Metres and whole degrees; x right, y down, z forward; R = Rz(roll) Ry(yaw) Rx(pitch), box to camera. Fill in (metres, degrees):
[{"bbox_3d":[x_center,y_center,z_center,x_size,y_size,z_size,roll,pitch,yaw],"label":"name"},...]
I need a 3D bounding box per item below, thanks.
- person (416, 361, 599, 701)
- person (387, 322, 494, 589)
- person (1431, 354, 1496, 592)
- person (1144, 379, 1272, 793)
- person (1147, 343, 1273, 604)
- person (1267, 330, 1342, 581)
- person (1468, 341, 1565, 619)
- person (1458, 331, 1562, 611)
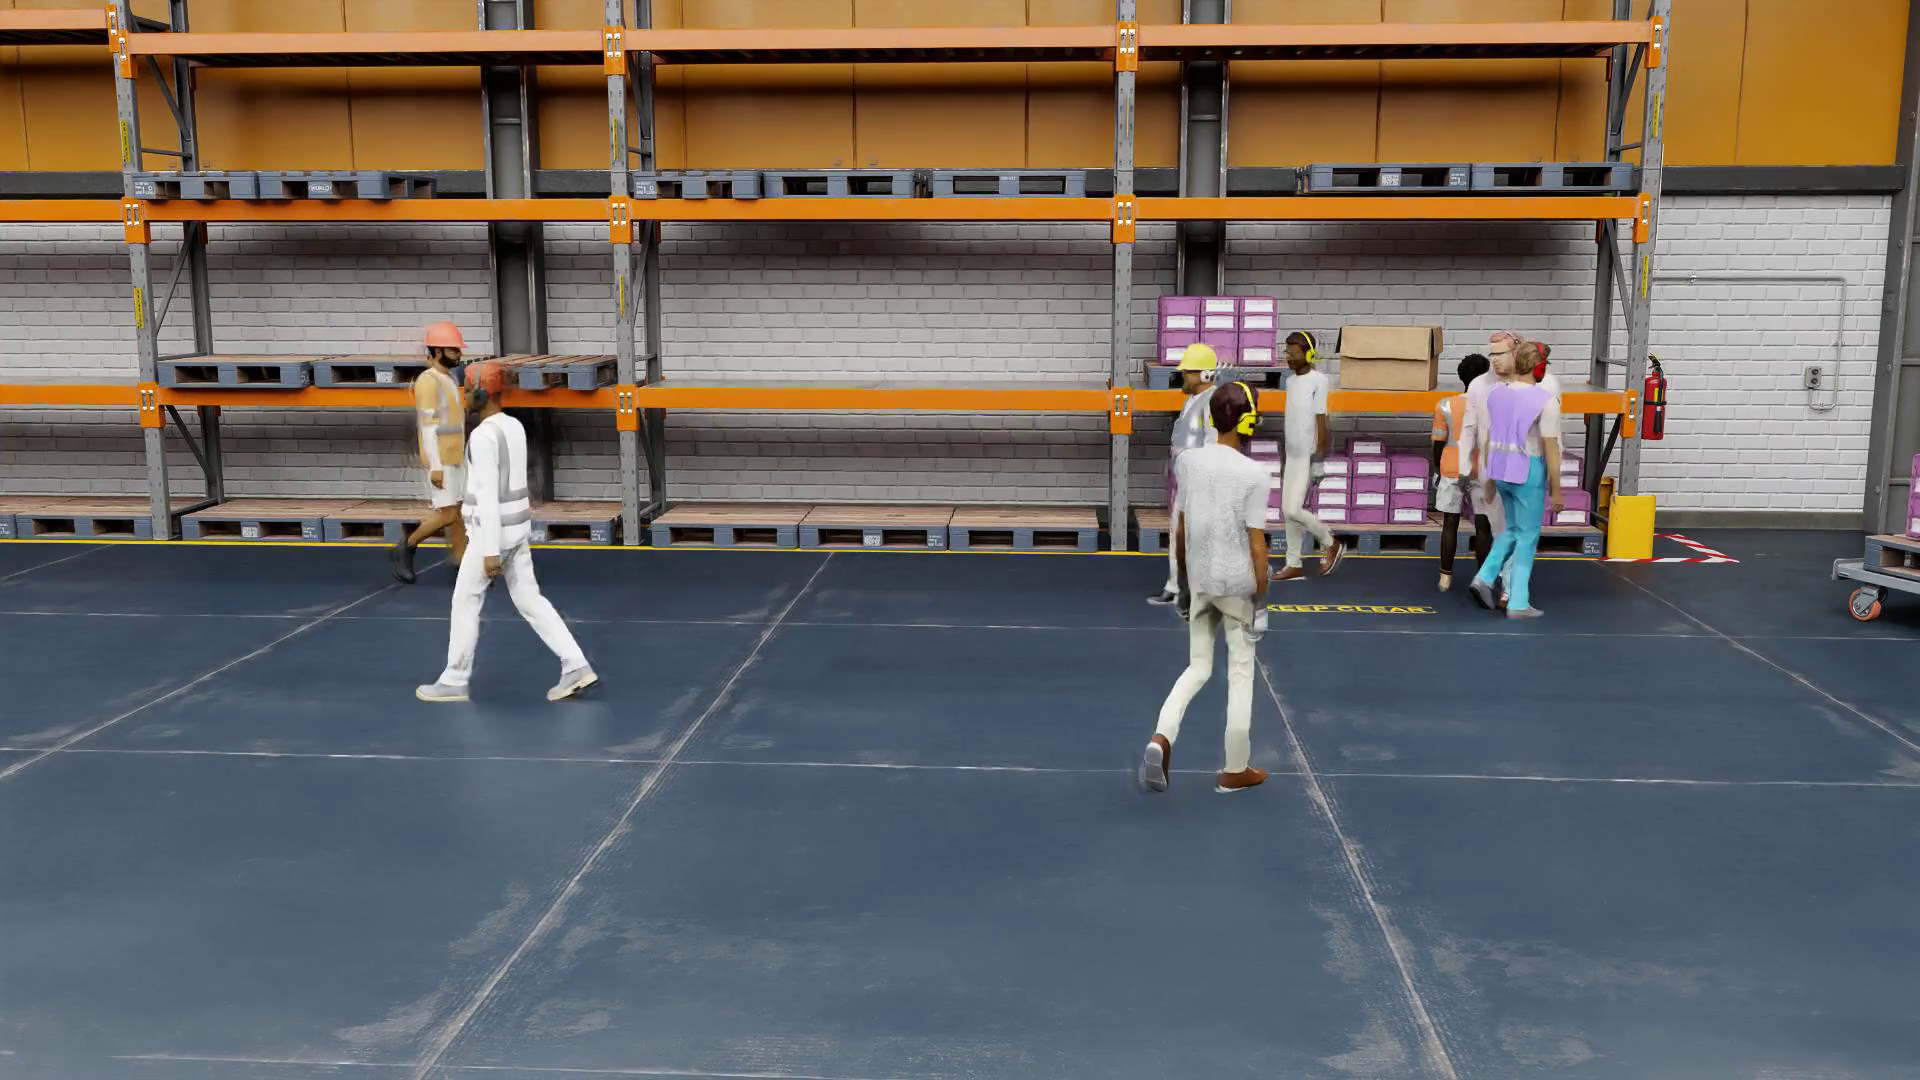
[{"bbox_3d":[-2.410,-0.033,8.833,0.977,1.844,0.591,1,10,8],"label":"person"},{"bbox_3d":[-3.691,-0.580,11.777,0.635,1.926,0.558,1,10,7],"label":"person"},{"bbox_3d":[3.597,-0.463,11.756,0.533,1.697,0.319,4,11,23],"label":"person"},{"bbox_3d":[1.106,0.227,7.248,0.535,1.853,0.671,9,13,42],"label":"person"},{"bbox_3d":[1.719,-0.436,11.304,0.794,1.807,0.599,-1,10,-8],"label":"person"},{"bbox_3d":[2.510,-0.600,12.106,0.472,1.850,0.550,-4,10,-21],"label":"person"},{"bbox_3d":[3.656,-0.374,10.835,0.439,1.829,0.570,-4,11,-23],"label":"person"},{"bbox_3d":[3.658,-0.462,11.232,0.658,1.873,0.825,8,13,40],"label":"person"}]
